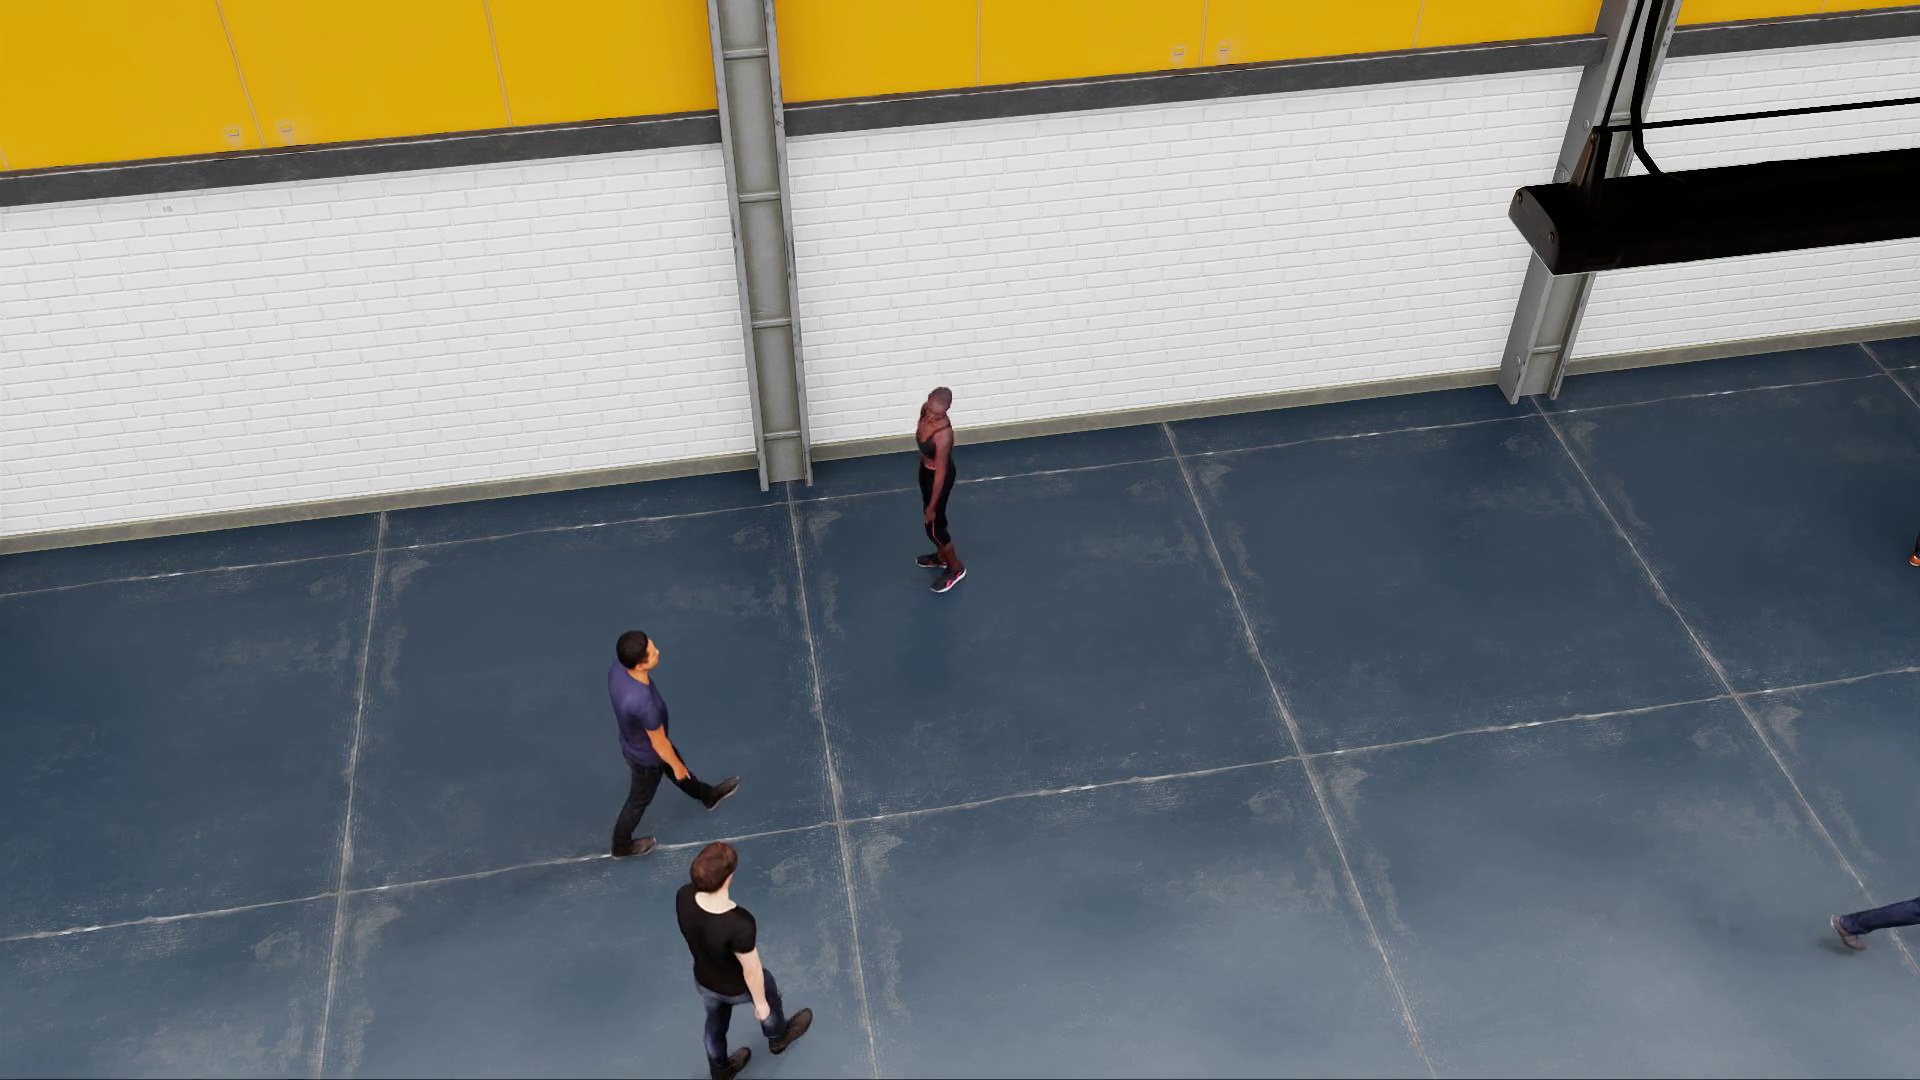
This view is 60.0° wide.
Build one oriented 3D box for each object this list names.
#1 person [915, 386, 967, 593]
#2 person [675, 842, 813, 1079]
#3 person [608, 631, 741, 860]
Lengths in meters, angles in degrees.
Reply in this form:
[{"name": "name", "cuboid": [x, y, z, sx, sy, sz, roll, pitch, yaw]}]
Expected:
[{"name": "person", "cuboid": [-0.163, -0.415, 11.332, 0.536, 1.742, 0.615, 2, 44, 2]}, {"name": "person", "cuboid": [-1.223, 2.259, 8.425, 1.008, 1.879, 1.058, 22, 48, 22]}, {"name": "person", "cuboid": [-1.886, 1.234, 9.604, 1.164, 1.738, 0.824, -18, 46, -18]}]
